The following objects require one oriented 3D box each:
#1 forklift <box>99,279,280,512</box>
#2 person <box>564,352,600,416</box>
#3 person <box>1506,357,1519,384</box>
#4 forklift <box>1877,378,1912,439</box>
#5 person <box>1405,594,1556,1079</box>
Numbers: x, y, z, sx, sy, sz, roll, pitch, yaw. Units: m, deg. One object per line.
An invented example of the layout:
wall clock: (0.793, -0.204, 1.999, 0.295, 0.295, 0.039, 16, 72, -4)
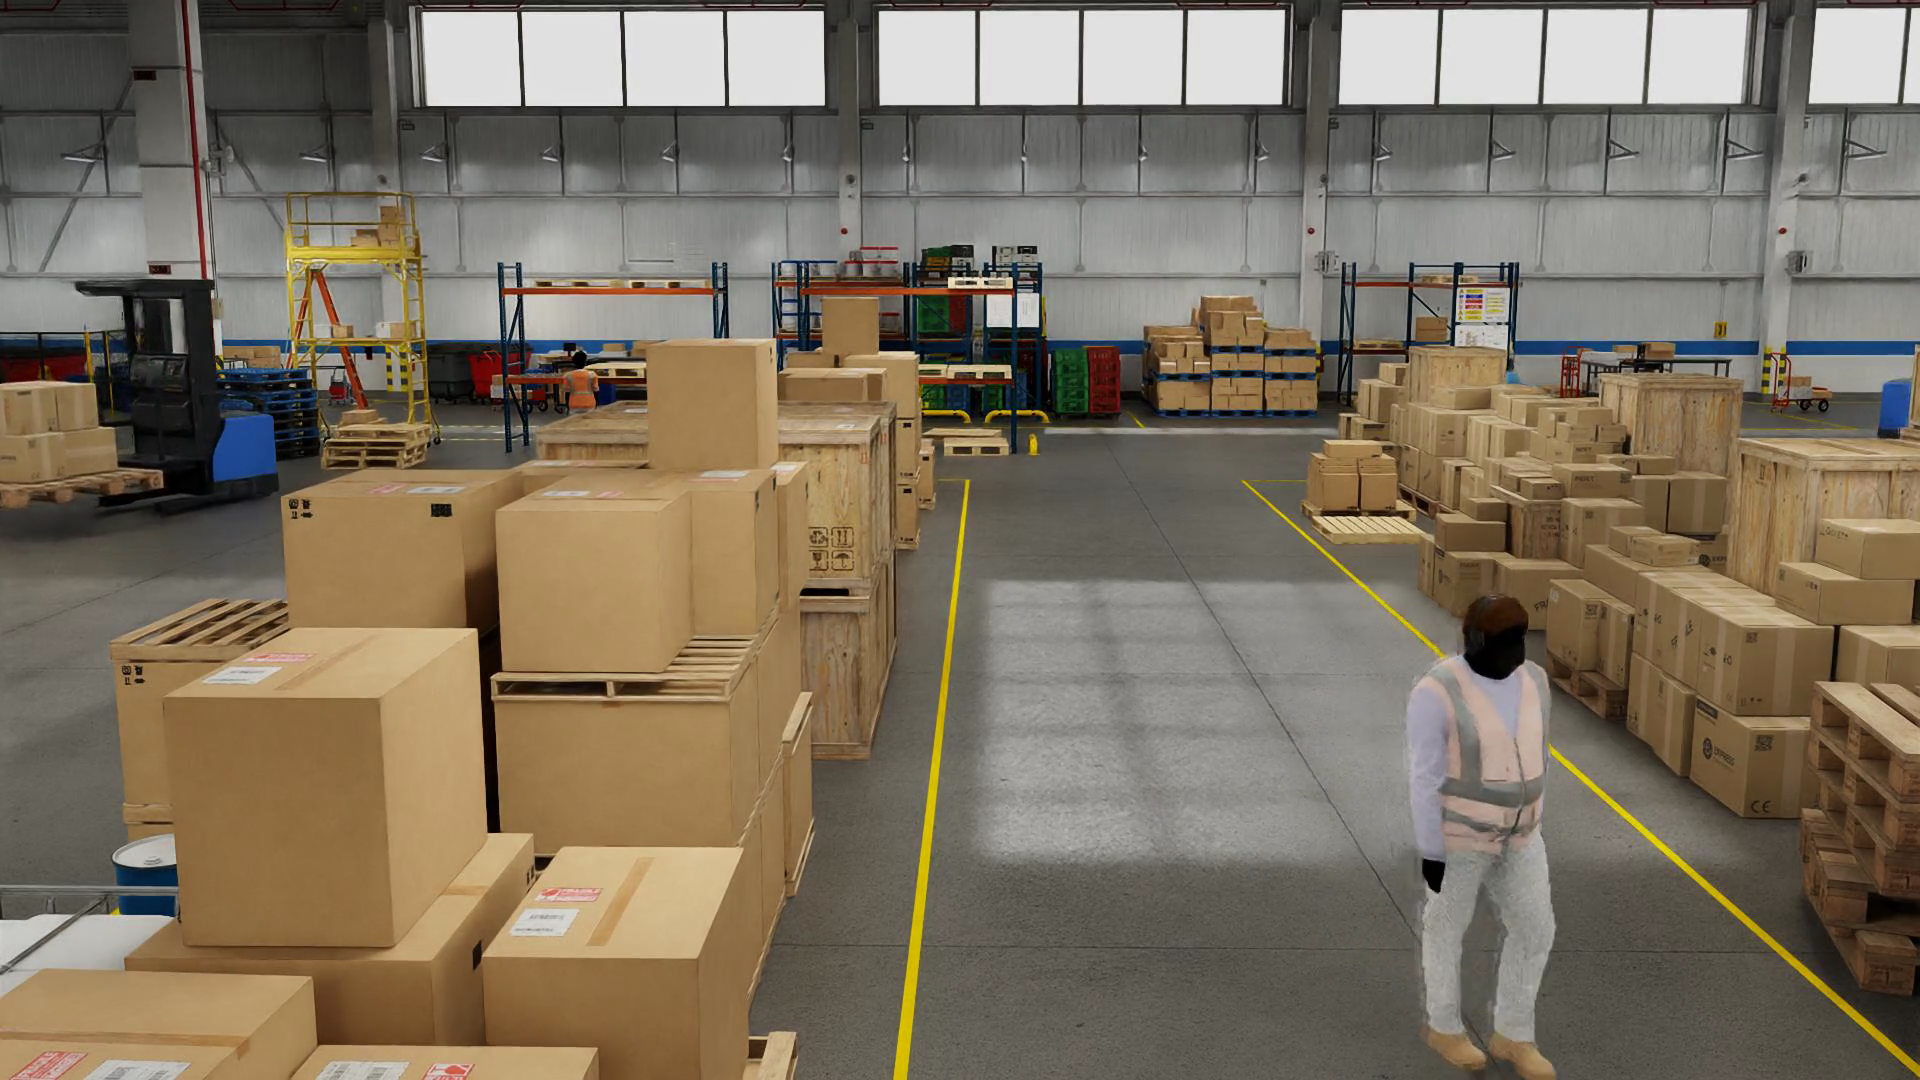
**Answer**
forklift: (-9.680, -1.866, 20.813, 1.129, 2.768, 1.873, 4, 10, 25)
person: (-5.723, -2.005, 25.196, 0.532, 1.693, 0.319, -2, 10, -11)
person: (8.245, -1.992, 25.163, 0.557, 1.669, 0.417, -5, 11, -26)
forklift: (16.092, -2.879, 26.879, 1.873, 2.768, 1.129, 9, 13, 43)
person: (1.981, 1.112, 6.117, 0.654, 1.826, 0.633, -4, 10, -21)
